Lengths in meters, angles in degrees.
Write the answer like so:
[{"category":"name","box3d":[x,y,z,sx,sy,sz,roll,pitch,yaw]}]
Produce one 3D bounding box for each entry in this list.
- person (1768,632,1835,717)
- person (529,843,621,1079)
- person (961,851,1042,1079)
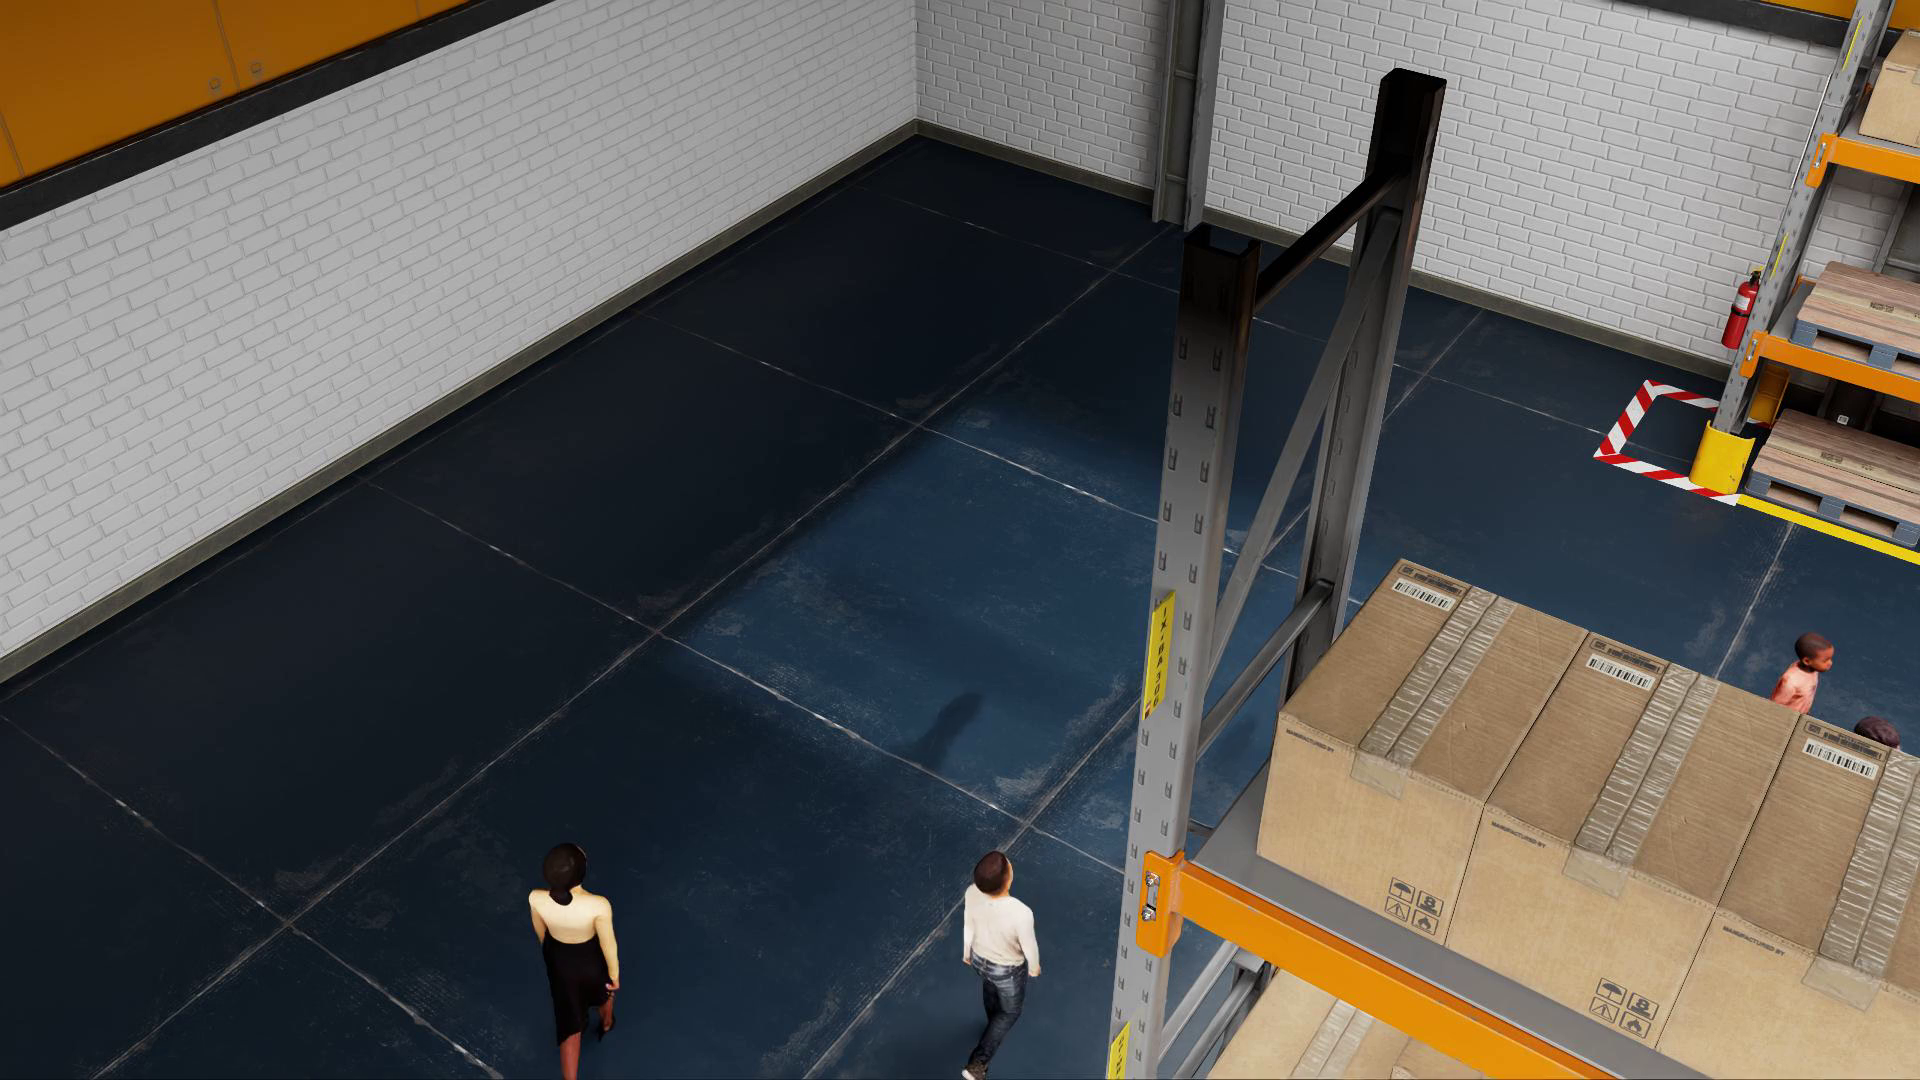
[{"category":"person","box3d":[4.727,1.016,9.737,0.622,1.279,0.917,-29,47,-32]},{"category":"person","box3d":[-1.866,2.136,8.059,1.025,1.624,1.004,-2,39,-2]},{"category":"person","box3d":[0.161,2.122,8.215,0.809,1.450,0.610,21,43,24]}]
